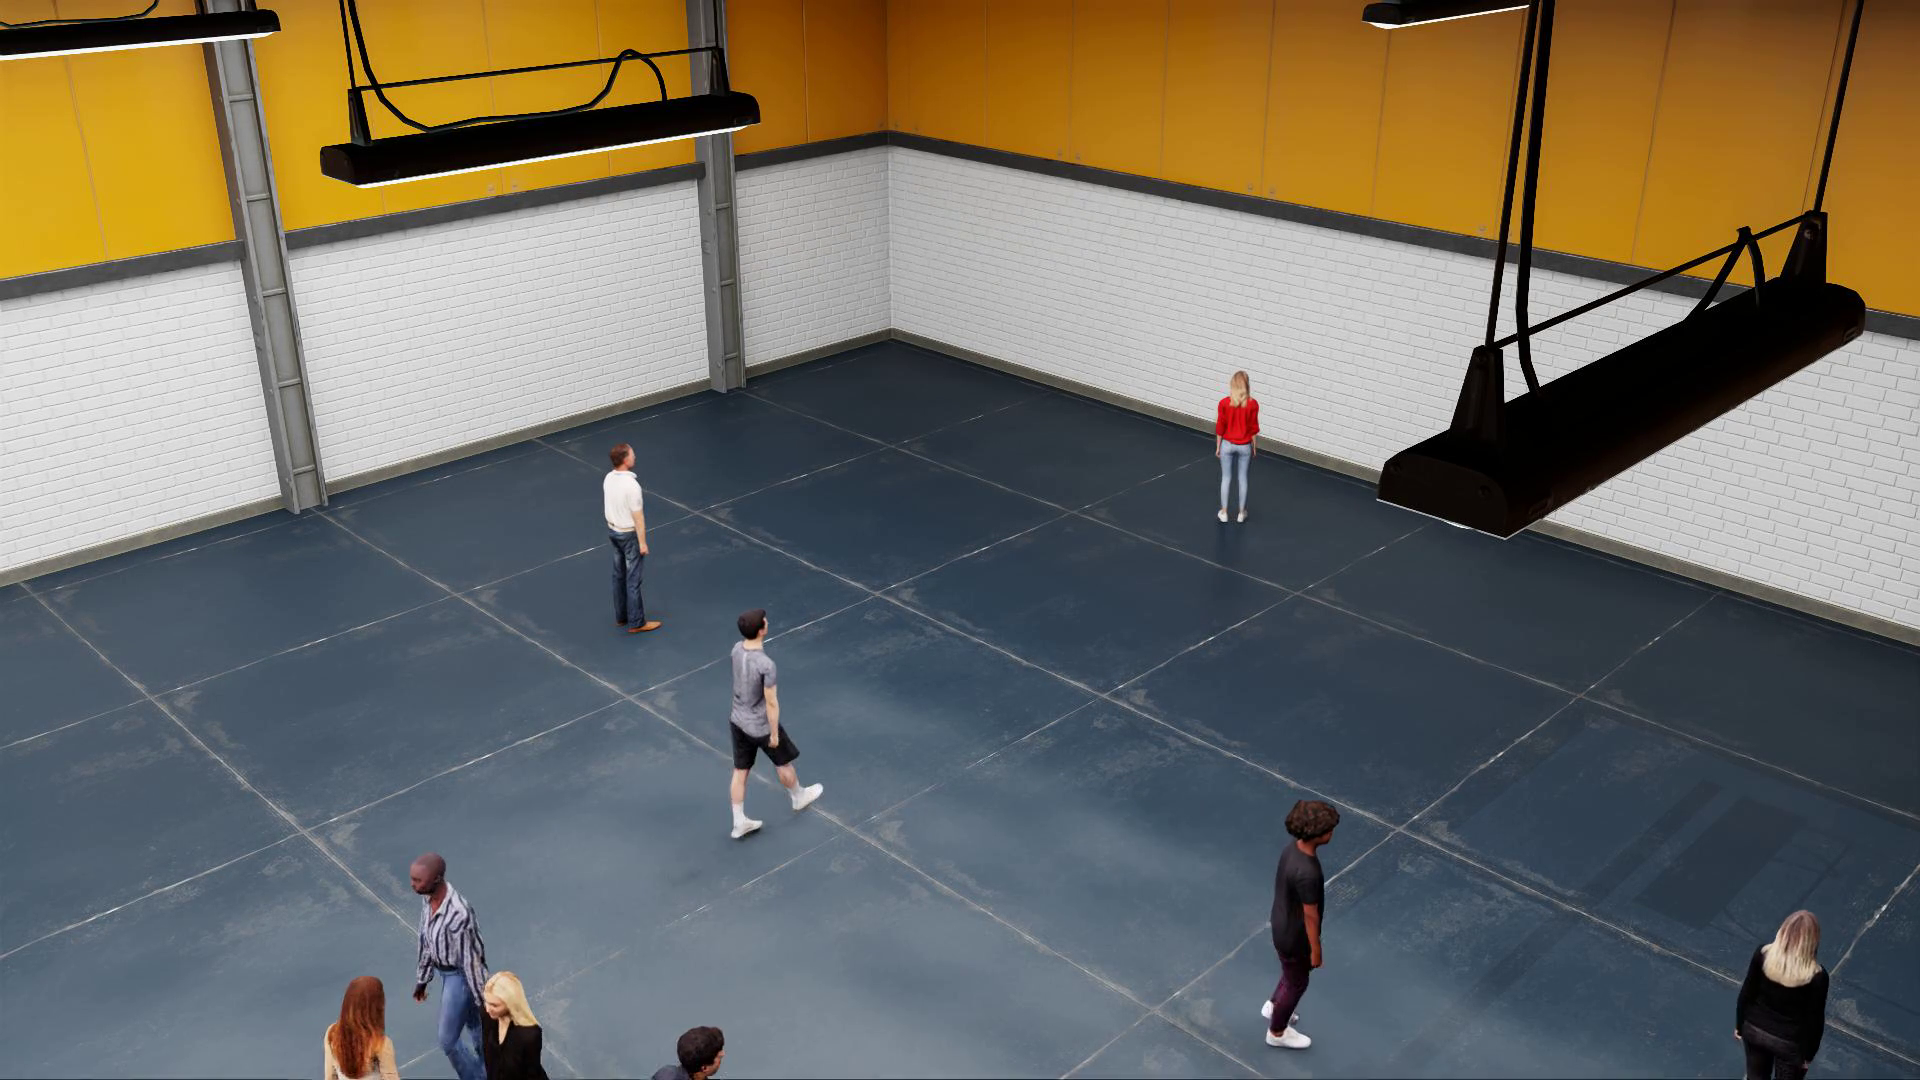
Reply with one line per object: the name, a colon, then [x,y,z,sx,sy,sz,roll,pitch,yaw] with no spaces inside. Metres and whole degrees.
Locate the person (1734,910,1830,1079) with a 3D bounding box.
person: [4.553,2.844,9.349,0.646,1.675,0.839,18,30,36]

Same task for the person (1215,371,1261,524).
person: [3.011,-1.015,18.143,0.692,1.704,0.726,2,24,5]

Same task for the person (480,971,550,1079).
person: [-2.253,2.987,8.826,0.682,1.832,0.733,14,27,28]

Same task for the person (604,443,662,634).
person: [-3.161,-0.031,15.703,0.575,1.854,0.663,-19,30,-37]

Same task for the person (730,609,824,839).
person: [-1.606,1.400,12.440,0.679,1.845,1.062,20,31,38]

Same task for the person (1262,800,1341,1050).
person: [2.018,2.375,10.304,0.801,1.769,0.740,0,24,0]

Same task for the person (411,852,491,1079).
person: [-2.867,2.577,9.839,0.709,1.772,0.705,-19,30,-36]

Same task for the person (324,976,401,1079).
person: [-3.207,3.125,8.757,0.929,1.634,1.269,8,25,17]
